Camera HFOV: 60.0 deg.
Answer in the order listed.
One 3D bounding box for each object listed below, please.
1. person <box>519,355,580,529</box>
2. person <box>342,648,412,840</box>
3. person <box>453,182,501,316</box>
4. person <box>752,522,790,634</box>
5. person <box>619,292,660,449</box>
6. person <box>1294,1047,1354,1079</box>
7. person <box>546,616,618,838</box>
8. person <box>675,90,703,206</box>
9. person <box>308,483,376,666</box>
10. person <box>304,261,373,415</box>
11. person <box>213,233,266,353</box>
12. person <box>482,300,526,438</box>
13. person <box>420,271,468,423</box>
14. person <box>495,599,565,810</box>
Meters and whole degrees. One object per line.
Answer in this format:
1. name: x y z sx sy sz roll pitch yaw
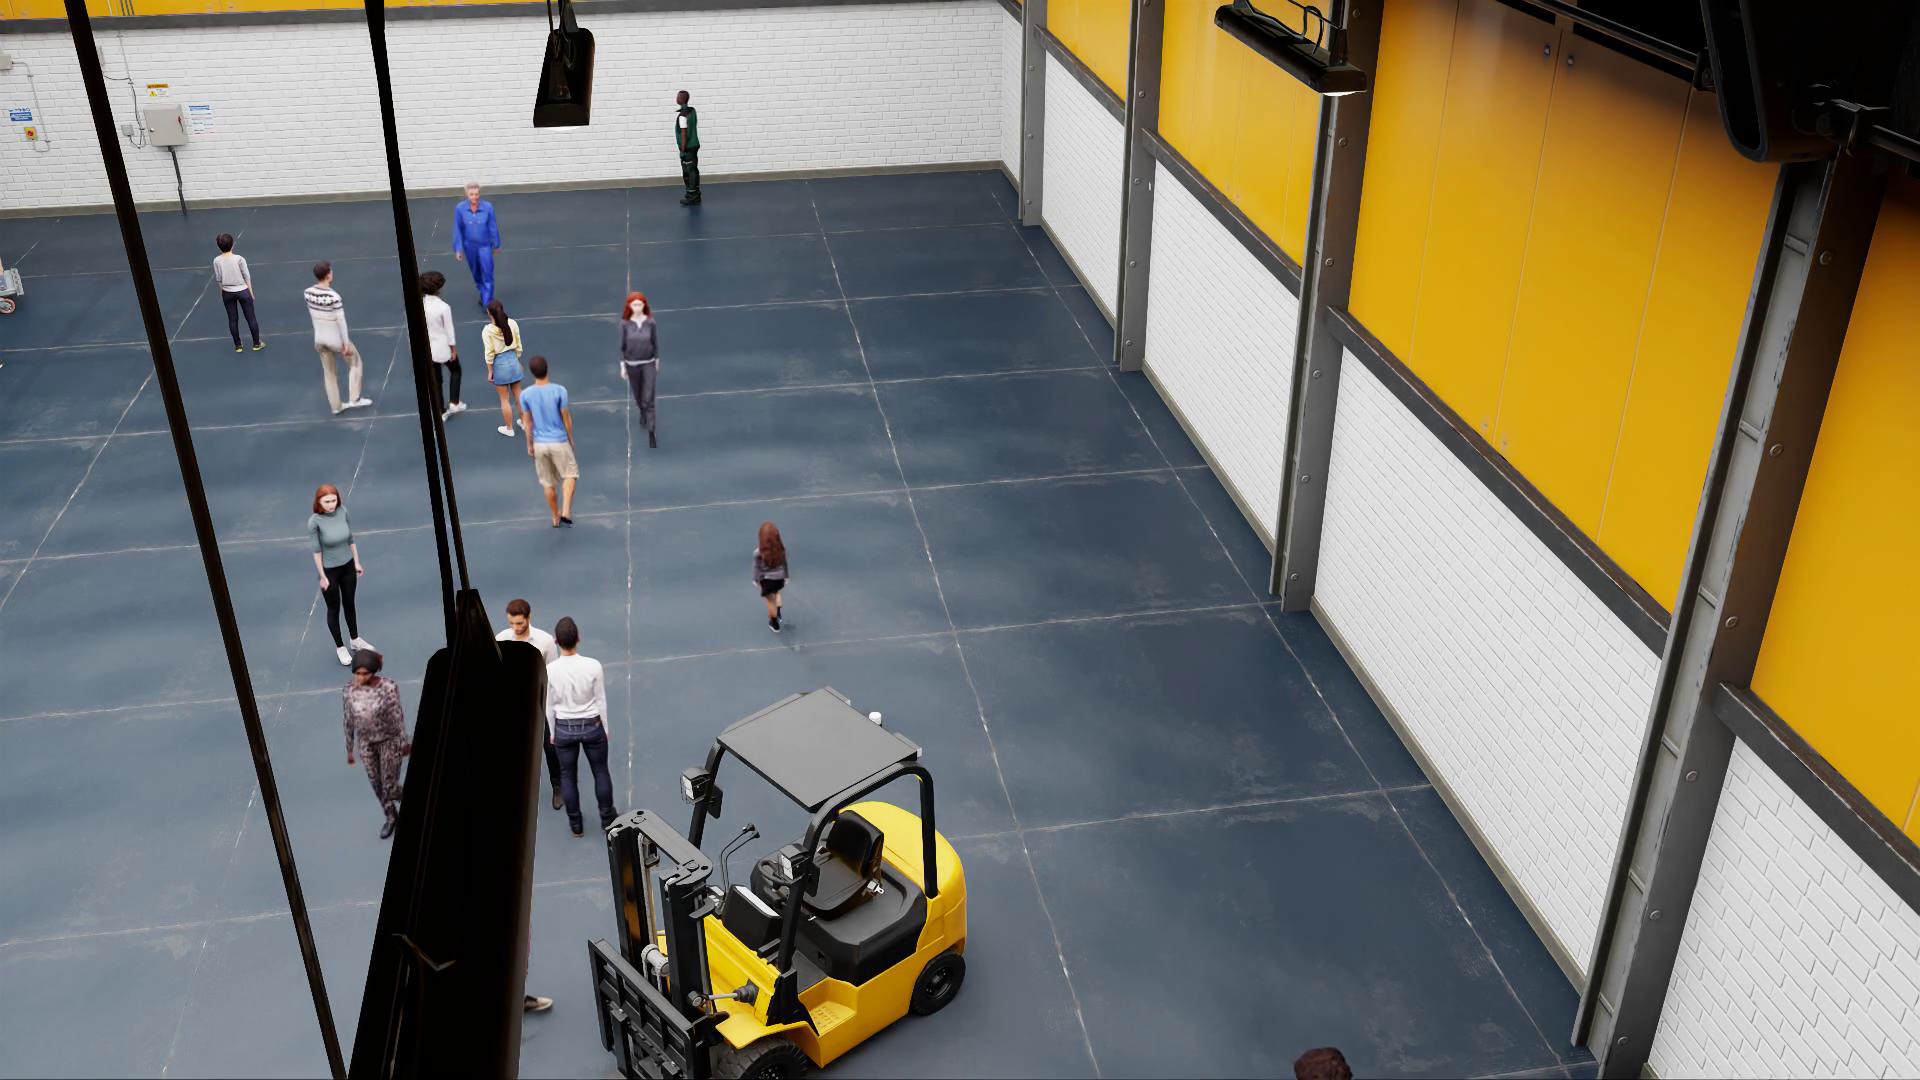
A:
1. person: -4.181 -0.952 16.994 0.690 1.846 0.802 0 29 -1
2. person: -4.359 1.510 12.631 0.703 1.702 0.735 7 29 12
3. person: -6.566 -3.993 22.651 0.746 1.768 1.196 -4 29 -7
4. person: -1.726 0.358 15.378 0.553 1.093 0.602 -18 33 -29
5. person: -3.668 -1.999 19.033 0.616 1.732 1.178 -4 29 -7
6. person: 1.827 3.413 9.043 0.772 1.796 0.746 -14 32 -24
7. person: -2.888 1.434 12.603 0.600 1.862 0.550 -5 29 -9
8. person: -4.390 -6.354 26.903 0.824 1.840 0.674 5 29 9
9. person: -5.559 0.274 14.853 0.723 1.743 0.671 21 35 33
10. person: -7.430 -2.329 19.519 0.795 1.844 0.808 8 30 15
11. person: -9.317 -3.185 21.393 0.553 1.553 0.471 -6 29 -11
12. person: -5.224 -1.984 19.111 0.723 1.631 0.740 -25 37 -38
13. person: -6.118 -2.221 19.379 0.746 1.790 0.763 4 29 7
14. person: -3.342 1.255 12.926 0.693 1.868 0.591 0 29 0
